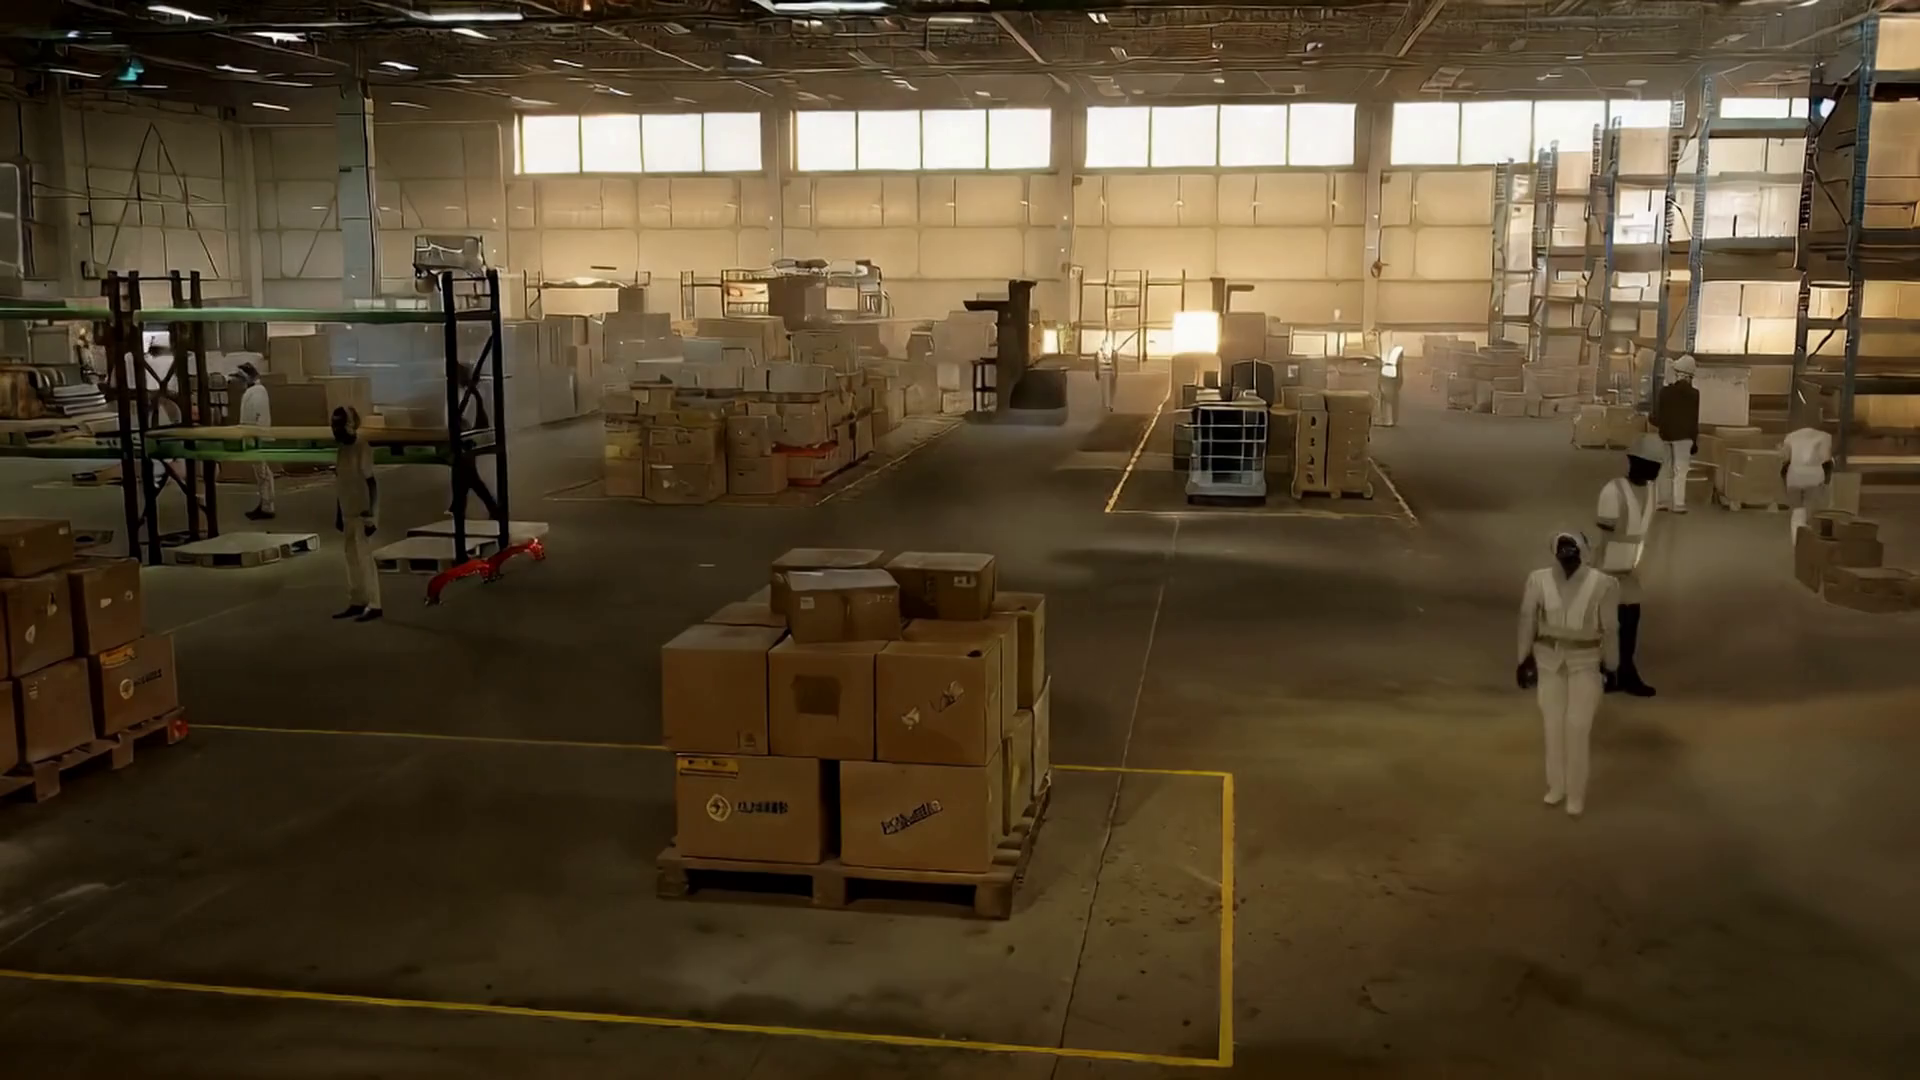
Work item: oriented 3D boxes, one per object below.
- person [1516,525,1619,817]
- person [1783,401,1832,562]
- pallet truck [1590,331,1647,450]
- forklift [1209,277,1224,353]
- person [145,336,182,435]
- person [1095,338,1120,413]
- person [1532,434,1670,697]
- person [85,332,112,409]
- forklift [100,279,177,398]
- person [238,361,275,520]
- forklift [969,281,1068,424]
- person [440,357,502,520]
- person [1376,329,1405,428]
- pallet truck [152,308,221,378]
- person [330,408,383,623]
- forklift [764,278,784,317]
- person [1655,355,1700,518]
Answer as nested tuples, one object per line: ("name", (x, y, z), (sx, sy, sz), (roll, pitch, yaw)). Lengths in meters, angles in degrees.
("person", (3.377, 0.730, 9.288), (0.523, 1.619, 0.567), (6, 11, 34))
("person", (8.768, -0.594, 17.221), (0.369, 1.686, 0.550), (-5, 10, -26))
("pallet truck", (11.253, -2.573, 28.499), (0.823, 1.965, 1.885), (5, 10, 27))
("forklift", (7.469, -6.243, 48.419), (1.873, 2.768, 1.129), (1, 9, 9))
("person", (-14.041, -2.647, 29.291), (0.585, 1.900, 0.815), (2, 9, 13))
("person", (3.153, -3.519, 35.557), (0.536, 1.589, 0.886), (0, 9, -2))
("person", (4.674, 0.143, 12.087), (0.572, 1.895, 0.883), (-6, 11, -31))
("person", (-18.697, -3.651, 36.078), (0.316, 1.694, 0.541), (2, 10, 14))
("forklift", (-19.606, -4.720, 39.027), (1.873, 2.768, 1.129), (1, 9, 9))
("person", (-8.595, -1.216, 20.309), (0.370, 1.941, 0.627), (-5, 11, -29))
("forklift", (1.194, -3.753, 33.059), (1.873, 2.768, 1.129), (1, 9, 9))
("person", (-5.919, -1.234, 20.110), (0.963, 2.000, 0.677), (3, 10, 16))
("person", (8.331, -3.115, 32.118), (0.397, 1.911, 0.587), (-5, 11, -30))
("pallet truck", (-21.869, -5.598, 47.154), (0.823, 1.965, 1.885), (4, 10, 26))
("person", (-5.234, -0.217, 14.377), (0.535, 1.865, 0.310), (7, 12, 39))
("forklift", (-4.701, -5.286, 42.518), (1.873, 2.768, 1.129), (0, 9, 0))
("person", (8.857, -1.271, 20.474), (0.395, 1.993, 0.616), (-3, 10, -17))
